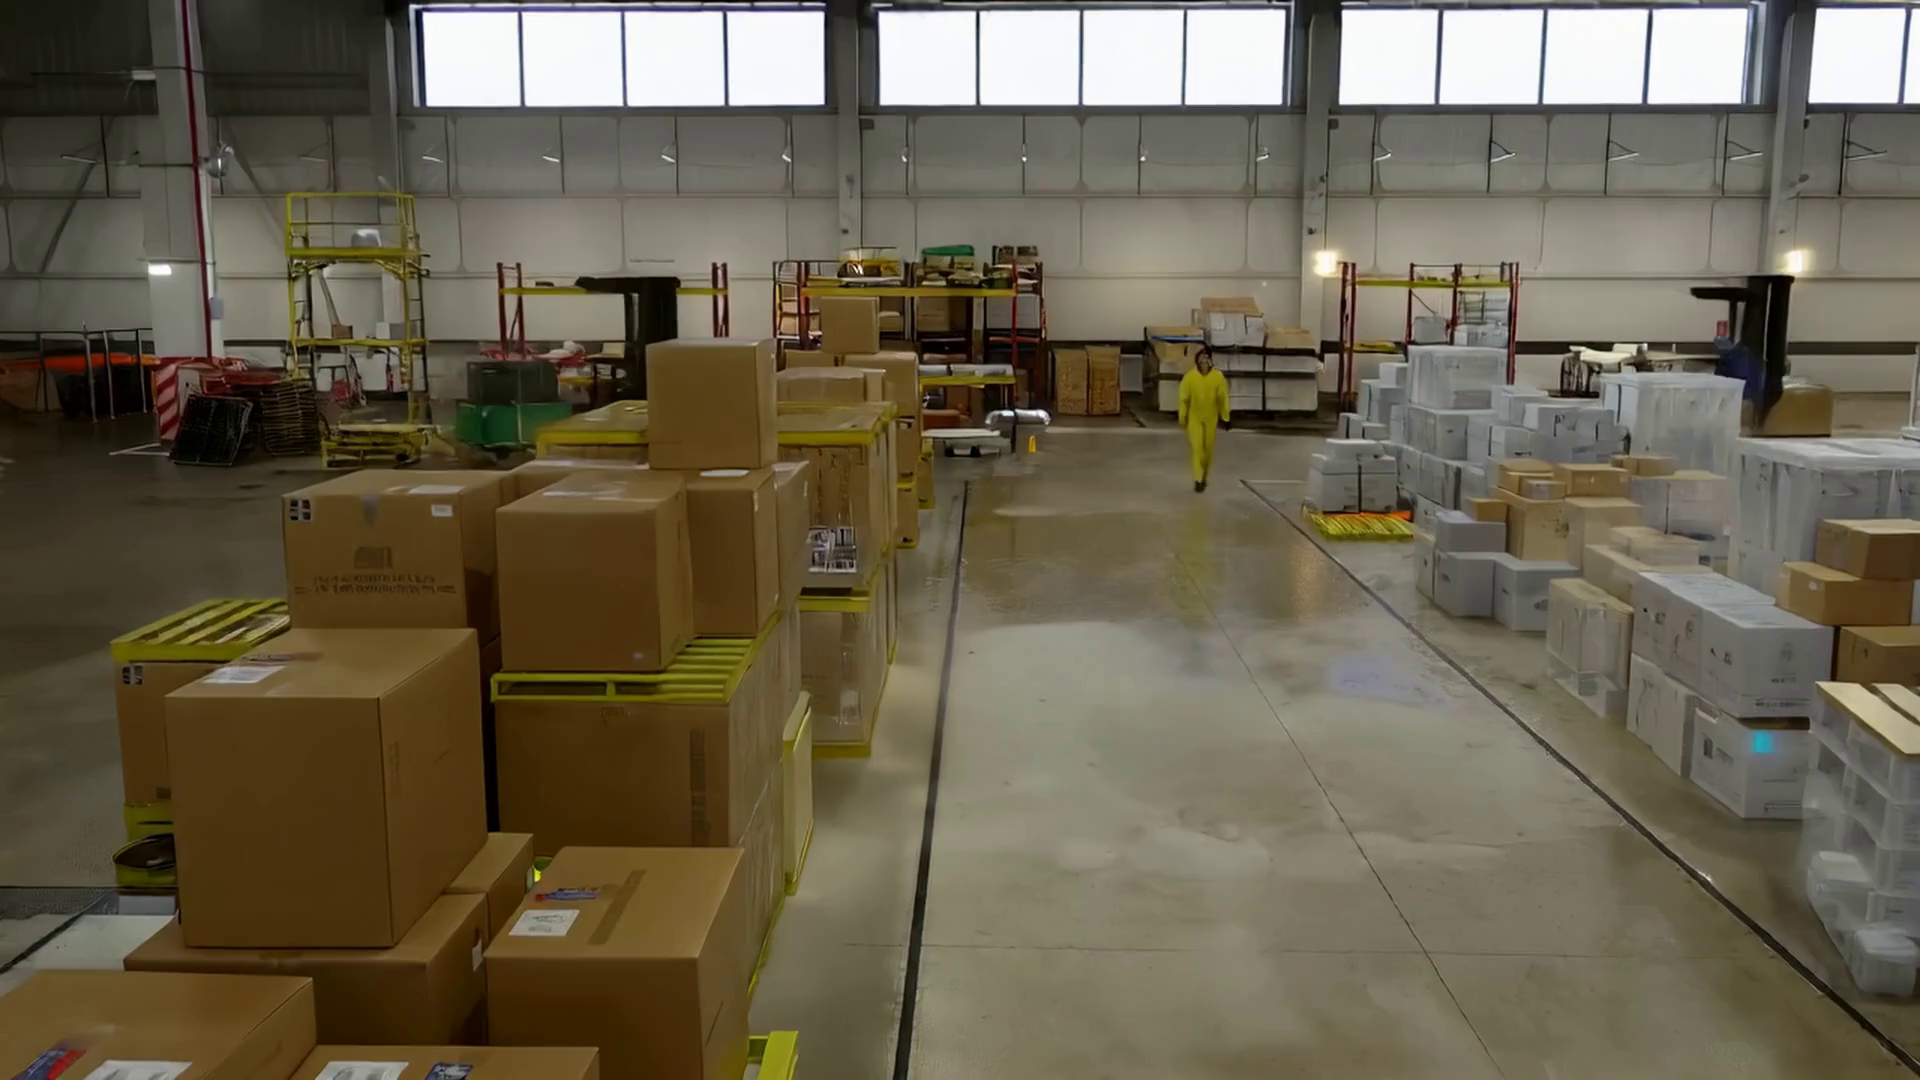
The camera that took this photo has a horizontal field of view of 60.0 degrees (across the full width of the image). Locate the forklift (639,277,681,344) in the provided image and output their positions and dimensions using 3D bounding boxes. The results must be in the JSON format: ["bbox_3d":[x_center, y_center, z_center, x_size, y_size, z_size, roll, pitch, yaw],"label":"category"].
[{"bbox_3d":[-4.271,-2.370,23.831,1.873,2.768,1.129,-5,11,-25],"label":"forklift"}]

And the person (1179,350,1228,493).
[{"bbox_3d":[3.245,-1.613,22.300,0.628,1.897,1.034,0,9,-1],"label":"person"}]

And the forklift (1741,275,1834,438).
[{"bbox_3d":[12.760,-2.798,26.393,1.873,2.768,1.129,0,9,1],"label":"forklift"}]

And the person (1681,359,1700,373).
[{"bbox_3d":[9.020,-1.324,20.672,0.637,1.842,0.429,-3,10,-18],"label":"person"}]

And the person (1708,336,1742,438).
[{"bbox_3d":[11.389,-2.080,24.935,1.043,1.945,0.615,4,10,24],"label":"person"}]
